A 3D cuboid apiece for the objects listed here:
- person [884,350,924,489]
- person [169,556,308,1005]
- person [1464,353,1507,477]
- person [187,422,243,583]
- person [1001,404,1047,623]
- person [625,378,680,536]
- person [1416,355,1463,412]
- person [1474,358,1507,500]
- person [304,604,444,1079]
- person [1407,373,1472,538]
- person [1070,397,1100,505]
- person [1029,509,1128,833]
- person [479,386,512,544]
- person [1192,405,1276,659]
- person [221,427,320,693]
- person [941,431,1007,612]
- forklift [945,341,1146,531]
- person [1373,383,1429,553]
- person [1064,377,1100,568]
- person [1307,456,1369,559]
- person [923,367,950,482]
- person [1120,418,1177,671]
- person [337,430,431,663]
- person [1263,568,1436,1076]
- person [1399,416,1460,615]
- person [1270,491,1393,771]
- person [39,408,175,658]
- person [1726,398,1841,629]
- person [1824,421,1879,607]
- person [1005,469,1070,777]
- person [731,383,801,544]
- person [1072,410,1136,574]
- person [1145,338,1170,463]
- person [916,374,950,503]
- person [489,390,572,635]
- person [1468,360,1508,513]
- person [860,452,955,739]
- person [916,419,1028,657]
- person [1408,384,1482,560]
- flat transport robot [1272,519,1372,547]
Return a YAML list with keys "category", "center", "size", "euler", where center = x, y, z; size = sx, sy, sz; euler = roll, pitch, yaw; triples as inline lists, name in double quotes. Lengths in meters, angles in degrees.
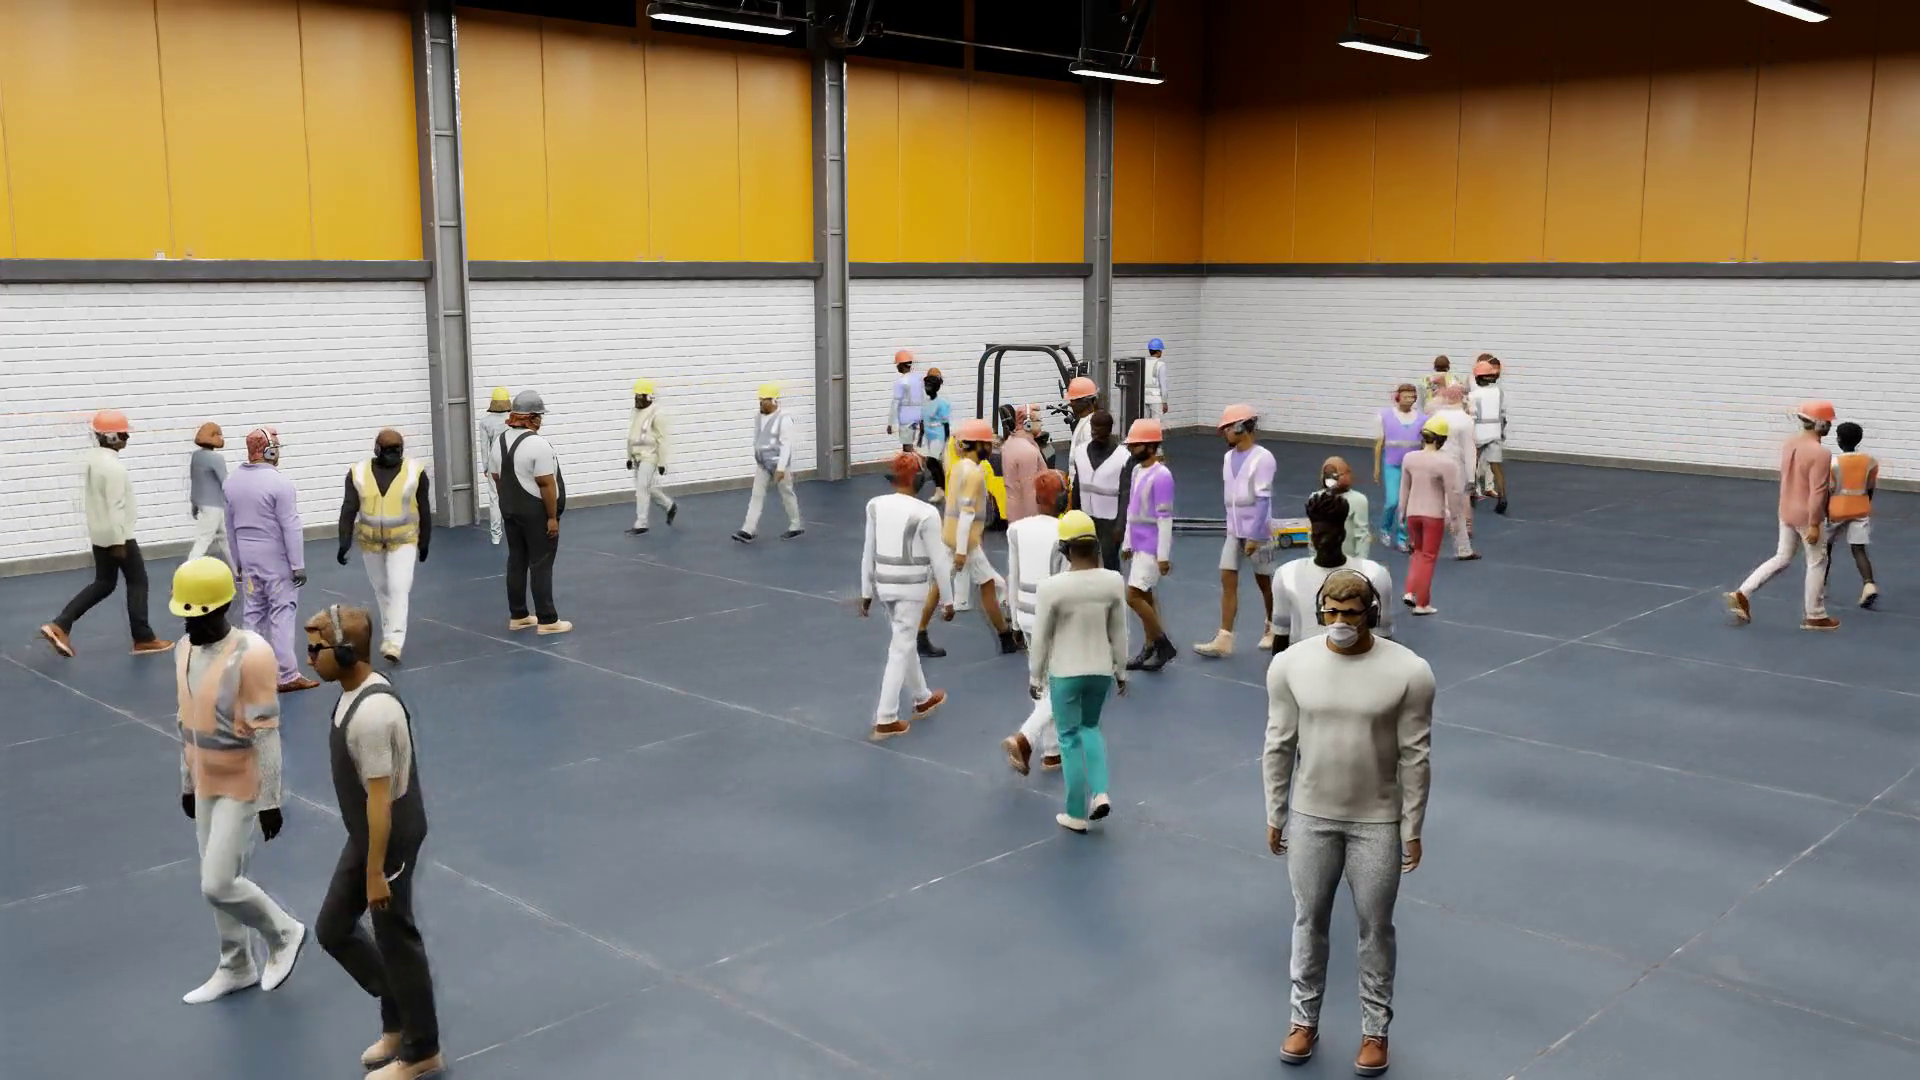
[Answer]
- category: "person"
  center: [-0.831, -1.666, 23.024]
  size: [0.783, 1.910, 0.572]
  euler: [6, 11, 35]
- category: "person"
  center: [-2.996, 0.991, 6.770]
  size: [0.641, 1.901, 0.425]
  euler: [7, 11, 35]
- category: "person"
  center: [7.582, -1.793, 24.076]
  size: [0.722, 1.824, 0.654]
  euler: [-6, 11, -34]
- category: "person"
  center: [-7.086, -0.321, 15.770]
  size: [0.517, 1.587, 0.850]
  euler: [8, 12, 39]
- category: "person"
  center: [0.575, -0.200, 14.061]
  size: [0.408, 1.906, 0.653]
  euler: [-2, 10, -13]
- category: "person"
  center: [-3.543, -0.966, 19.075]
  size: [0.747, 1.805, 0.589]
  euler: [-8, 12, -39]
- category: "person"
  center: [6.754, -1.686, 23.392]
  size: [0.645, 1.840, 0.451]
  euler: [4, 10, 25]
- category: "person"
  center: [6.986, -1.463, 21.920]
  size: [0.532, 1.871, 0.321]
  euler: [-4, 10, -24]
- category: "person"
  center: [-2.156, 1.135, 6.141]
  size: [0.446, 1.818, 0.623]
  euler: [-5, 10, -27]
- category: "person"
  center: [5.524, -0.967, 18.925]
  size: [0.801, 1.851, 0.853]
  euler: [-4, 10, -24]
- category: "person"
  center: [1.196, -0.518, 16.233]
  size: [0.876, 1.830, 0.496]
  euler: [-1, 9, -5]
- category: "person"
  center: [0.625, 0.706, 8.950]
  size: [0.547, 1.751, 0.366]
  euler: [-4, 10, -24]
- category: "person"
  center: [-5.043, -0.825, 18.392]
  size: [0.485, 1.744, 0.294]
  euler: [-1, 9, -8]
- category: "person"
  center: [2.225, -0.072, 13.094]
  size: [0.958, 1.963, 0.604]
  euler: [-7, 12, -39]
- category: "person"
  center: [-4.947, 0.144, 11.950]
  size: [0.651, 1.907, 0.409]
  euler: [4, 10, 24]
- category: "person"
  center: [0.124, -0.154, 14.651]
  size: [0.523, 1.623, 0.520]
  euler: [-3, 10, -16]
- category: "forklift"
  center: [0.977, -1.223, 19.452]
  size: [2.313, 2.155, 1.214]
  euler: [2, 9, 11]
- category: "person"
  center: [4.723, -0.771, 17.782]
  size: [0.592, 1.827, 0.448]
  euler: [-1, 9, -6]
- category: "person"
  center: [1.149, -0.500, 15.504]
  size: [0.381, 2.039, 0.606]
  euler: [0, 9, -1]
- category: "person"
  center: [2.940, 0.145, 12.839]
  size: [0.522, 1.613, 0.566]
  euler: [7, 12, 37]
- category: "person"
  center: [-0.348, -1.649, 23.778]
  size: [0.283, 1.631, 0.503]
  euler: [9, 13, 43]
- category: "person"
  center: [1.381, 0.047, 12.493]
  size: [0.399, 1.922, 0.545]
  euler: [-2, 9, -11]
- category: "person"
  center: [-4.457, 0.049, 12.874]
  size: [0.646, 1.785, 0.970]
  euler: [-1, 9, -5]
- category: "person"
  center: [1.457, 1.052, 6.309]
  size: [0.626, 1.935, 0.362]
  euler: [3, 10, 20]
- category: "person"
  center: [4.124, -0.209, 14.567]
  size: [0.410, 1.750, 0.559]
  euler: [-7, 12, -39]
- category: "person"
  center: [1.868, 0.708, 8.365]
  size: [0.629, 1.952, 0.659]
  euler: [3, 10, 20]
- category: "person"
  center: [-6.678, -0.036, 12.902]
  size: [0.628, 1.966, 0.877]
  euler: [9, 13, 44]
- category: "person"
  center: [6.991, -0.213, 13.967]
  size: [0.870, 1.973, 0.634]
  euler: [-1, 9, -5]
- category: "person"
  center: [8.049, -0.243, 15.053]
  size: [0.530, 1.665, 0.815]
  euler: [0, 9, 3]
- category: "person"
  center: [0.491, 0.507, 9.864]
  size: [0.585, 1.863, 0.705]
  euler: [8, 12, 41]
- category: "person"
  center: [-2.108, -0.845, 18.391]
  size: [0.619, 1.780, 0.918]
  euler: [8, 12, 42]
- category: "person"
  center: [1.113, -0.147, 13.834]
  size: [0.647, 1.869, 0.862]
  euler: [7, 11, 36]
- category: "person"
  center: [3.041, -2.187, 26.114]
  size: [0.395, 1.949, 0.602]
  euler: [-7, 11, -36]
- category: "person"
  center: [-0.329, -1.294, 21.460]
  size: [0.512, 1.684, 0.535]
  euler: [-5, 10, -26]
- category: "person"
  center: [-3.553, -0.240, 13.898]
  size: [0.685, 2.000, 0.538]
  euler: [7, 11, 36]
- category: "person"
  center: [6.604, -1.296, 20.832]
  size: [0.551, 1.900, 0.970]
  euler: [-1, 9, -9]
- category: "person"
  center: [-0.272, 0.339, 10.919]
  size: [0.611, 1.845, 0.906]
  euler: [8, 12, 40]
- category: "person"
  center: [0.058, -0.009, 12.996]
  size: [1.050, 1.871, 0.552]
  euler: [-3, 10, -16]
- category: "person"
  center: [5.022, -0.677, 17.167]
  size: [0.910, 1.861, 0.671]
  euler: [-3, 10, -18]
- category: "flat transport robot"
  center: [3.765, -0.094, 18.415]
  size: [1.431, 0.197, 0.652]
  euler: [-2, 10, -15]
